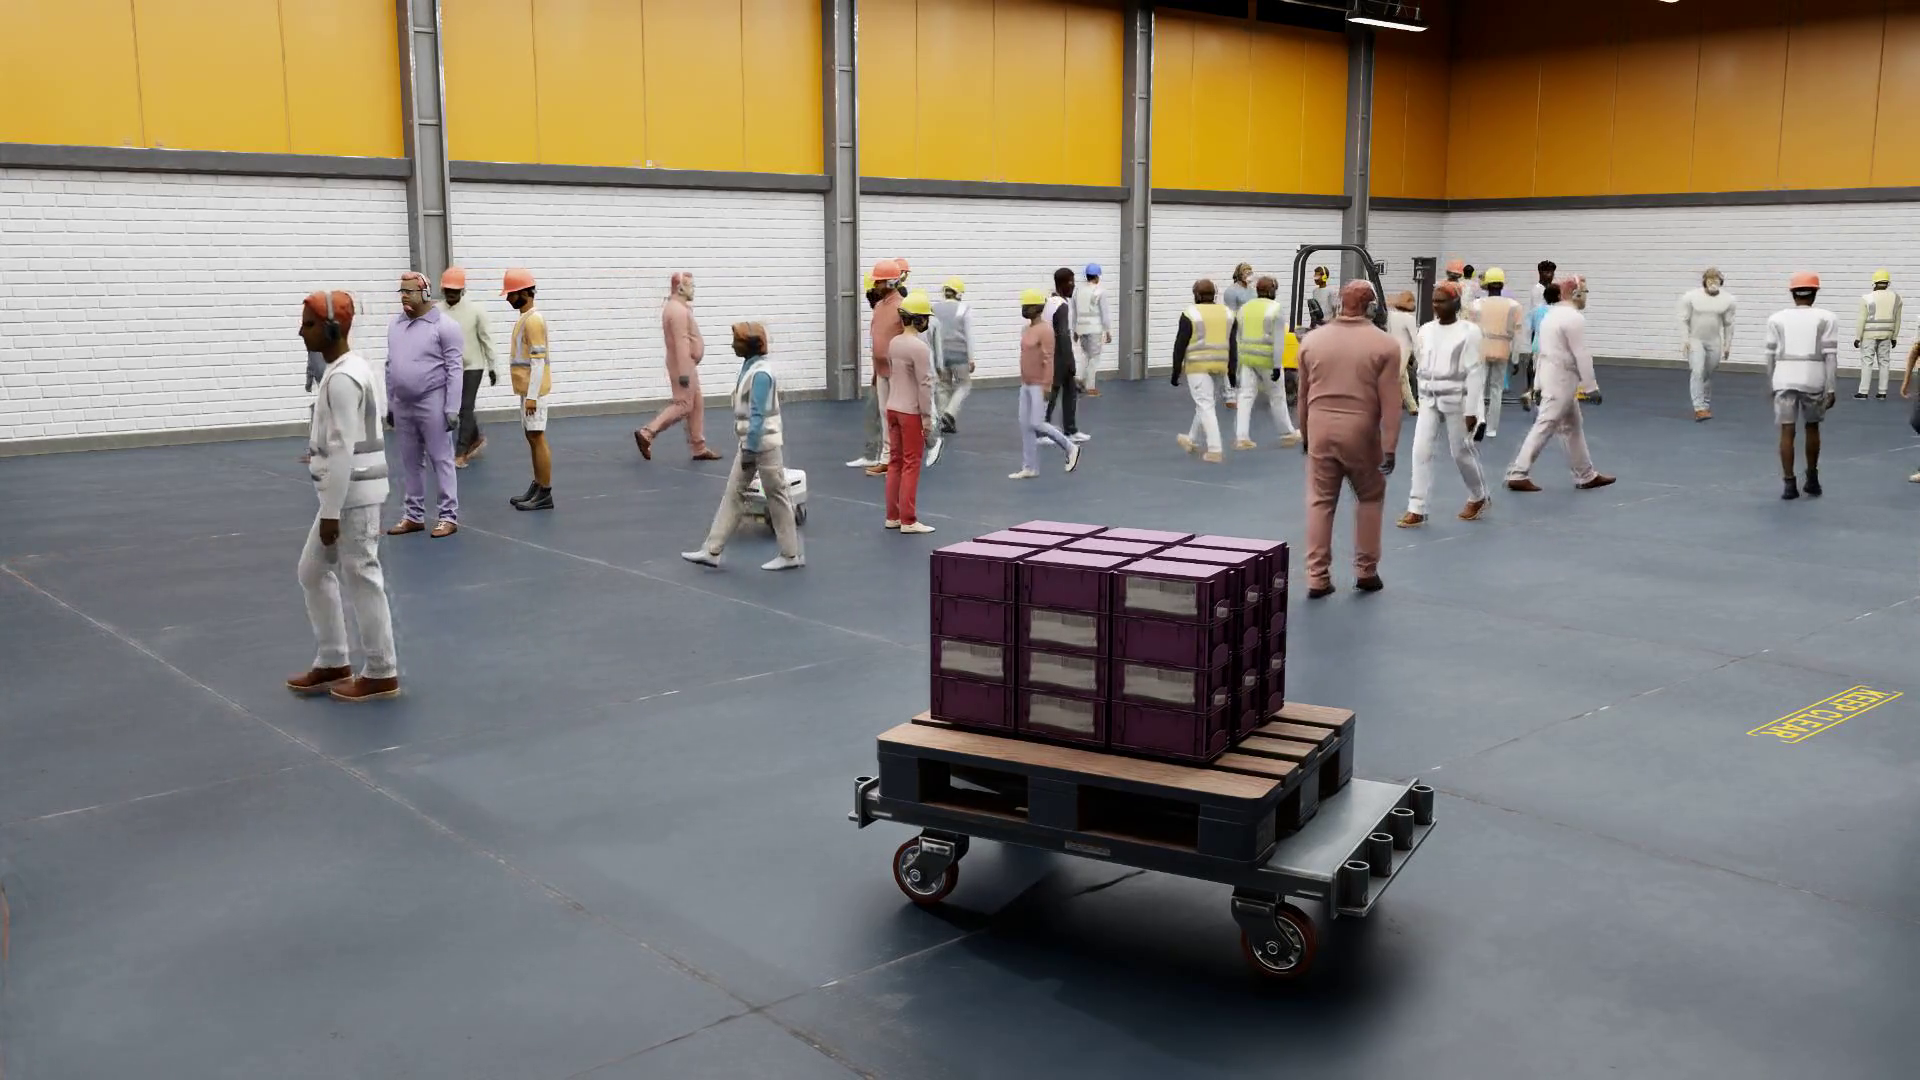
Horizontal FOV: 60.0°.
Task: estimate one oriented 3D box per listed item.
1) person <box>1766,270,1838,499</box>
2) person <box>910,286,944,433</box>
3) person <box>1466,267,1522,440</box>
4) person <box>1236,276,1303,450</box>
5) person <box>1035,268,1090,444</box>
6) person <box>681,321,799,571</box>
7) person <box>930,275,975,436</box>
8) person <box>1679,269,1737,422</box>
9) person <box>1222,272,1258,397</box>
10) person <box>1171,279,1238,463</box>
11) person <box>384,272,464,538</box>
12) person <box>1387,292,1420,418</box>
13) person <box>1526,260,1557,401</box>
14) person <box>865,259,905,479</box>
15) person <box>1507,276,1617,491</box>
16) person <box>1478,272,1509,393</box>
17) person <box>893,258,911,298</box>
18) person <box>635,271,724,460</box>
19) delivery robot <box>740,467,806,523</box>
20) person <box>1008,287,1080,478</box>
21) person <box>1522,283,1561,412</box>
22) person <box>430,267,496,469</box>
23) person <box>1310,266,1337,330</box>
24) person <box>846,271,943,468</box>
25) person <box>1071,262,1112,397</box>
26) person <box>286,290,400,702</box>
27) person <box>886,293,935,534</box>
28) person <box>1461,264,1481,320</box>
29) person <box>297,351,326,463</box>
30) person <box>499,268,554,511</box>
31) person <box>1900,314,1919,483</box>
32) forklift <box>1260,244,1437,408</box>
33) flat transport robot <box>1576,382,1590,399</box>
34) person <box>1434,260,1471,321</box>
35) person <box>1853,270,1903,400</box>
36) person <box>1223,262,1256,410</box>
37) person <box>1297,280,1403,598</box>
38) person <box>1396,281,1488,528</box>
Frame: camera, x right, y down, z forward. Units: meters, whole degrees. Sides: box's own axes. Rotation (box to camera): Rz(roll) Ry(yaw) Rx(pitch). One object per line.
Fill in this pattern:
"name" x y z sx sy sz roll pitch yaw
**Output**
"person" 7.086 -1.309 14.023 0.580 1.890 0.800 6 11 29
"person" -0.413 -1.860 17.834 0.492 1.707 0.675 -2 10 -11
"person" 5.851 -2.044 18.309 0.600 1.905 0.800 2 10 12
"person" 3.243 -1.854 17.478 0.927 1.799 0.648 -9 13 -41
"person" 1.158 -1.967 17.884 0.778 1.887 0.636 -1 10 -8
"person" -1.400 -0.581 10.587 0.808 1.598 0.545 -4 10 -21
"person" -0.097 -2.055 18.633 0.619 1.810 0.435 5 11 29
"person" 9.149 -2.373 20.387 0.639 1.851 1.045 2 10 10
"person" 4.006 -2.933 23.743 0.431 1.835 0.623 -10 14 -44
"person" 2.395 -1.691 16.594 0.637 1.783 0.959 -5 11 -27
"person" -3.894 -0.970 12.009 0.639 1.910 0.407 4 10 21
"person" 5.481 -2.270 20.563 0.883 1.583 0.528 -3 10 -19
"person" 8.090 -2.911 23.211 0.374 1.962 0.608 3 10 19
"person" -0.629 -1.547 15.136 0.392 1.990 0.614 -6 12 -33
"person" 5.192 -1.329 14.274 0.986 1.855 0.648 1 10 4
"person" 7.797 -3.081 24.720 0.962 1.787 0.608 8 13 39
"person" -0.867 -2.891 23.013 0.395 1.988 0.614 -6 11 -30
"person" -2.776 -1.698 16.344 0.797 1.881 0.655 -2 10 -11
"delivery robot" -1.410 -0.382 12.248 0.477 0.478 0.707 3 10 18
"person" 0.757 -1.416 15.099 0.550 1.754 0.529 -4 11 -24
"person" 7.394 -2.392 20.987 0.499 1.681 0.550 -6 12 -33
"person" -4.860 -1.697 16.225 0.650 1.934 1.065 1 10 7
"person" 5.498 -3.218 25.292 0.317 1.865 0.523 -5 11 -28
"person" -0.627 -1.627 15.911 0.868 1.890 0.613 -3 10 -16
"person" 1.902 -3.022 23.968 0.439 1.932 0.620 -8 13 -40
"person" -2.875 -0.180 7.494 0.639 1.865 0.613 -3 10 -19
"person" -0.349 -0.926 12.193 0.348 1.756 0.518 -6 11 -32
"person" 9.353 -4.150 30.739 0.532 1.868 0.310 2 10 12
"person" -6.243 -1.588 16.525 0.504 1.606 0.800 9 13 42
"person" -3.457 -1.199 13.291 0.372 1.928 0.543 -4 10 -20
"person" 8.813 -1.421 14.944 0.638 1.807 0.587 -7 12 -36
"forklift" 5.256 -2.933 22.661 2.313 2.155 1.214 3 10 16
"flat transport robot" 8.698 -2.166 23.797 0.652 0.197 1.431 3 10 18
"person" 7.695 -3.416 26.185 0.634 1.978 0.885 4 11 24
"person" 12.873 -2.874 23.372 0.602 1.830 0.404 0 10 1
"person" 3.706 -2.679 21.922 0.372 1.940 0.631 8 12 38
"person" 2.332 -0.602 9.945 0.680 1.881 0.708 6 11 30
"person" 3.691 -1.027 12.533 0.935 1.849 0.584 -7 12 -37
